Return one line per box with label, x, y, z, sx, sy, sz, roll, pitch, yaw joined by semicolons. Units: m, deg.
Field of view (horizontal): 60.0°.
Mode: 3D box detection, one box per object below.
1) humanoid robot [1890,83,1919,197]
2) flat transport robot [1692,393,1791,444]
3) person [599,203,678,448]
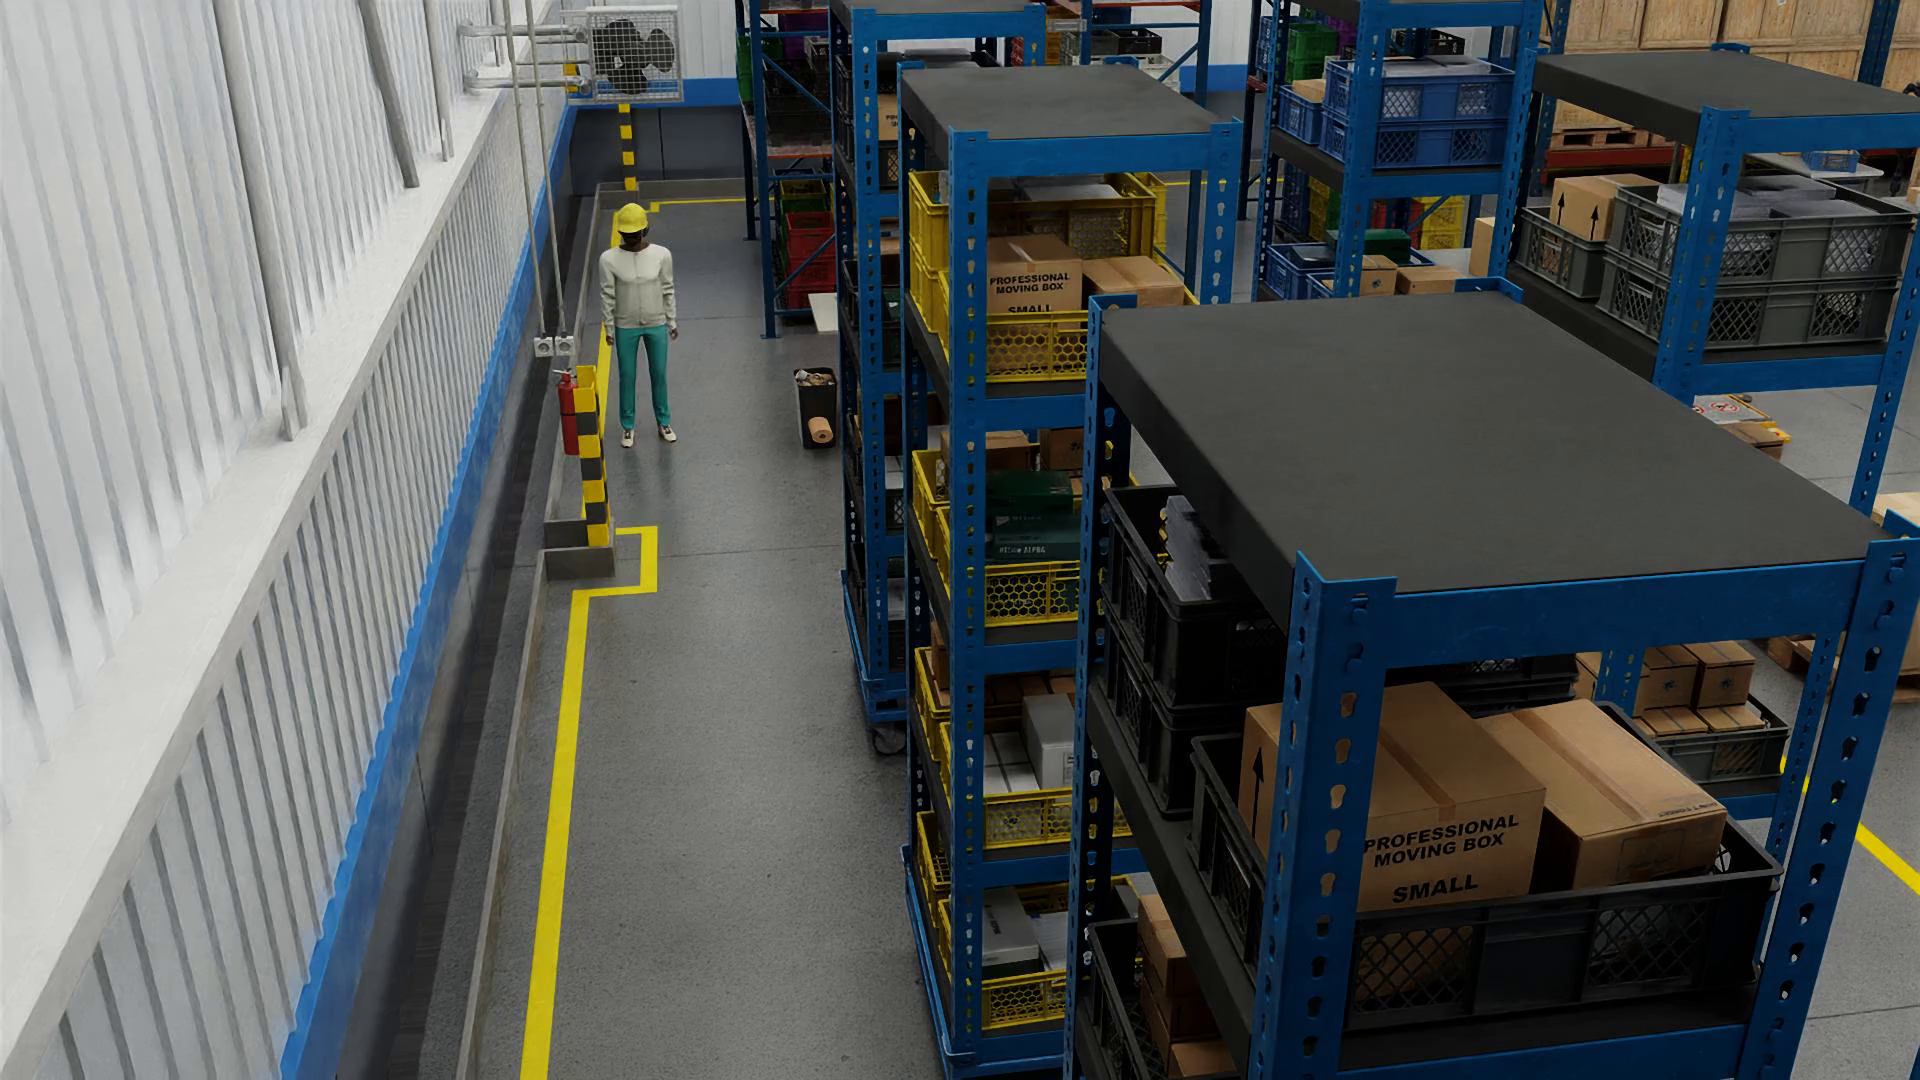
humanoid robot;10.470;-4.407;18.177;0.591;1.657;0.328;17;30;33
flat transport robot;5.224;-0.859;12.132;1.431;0.197;0.652;-4;25;-8
person;-2.265;-1.521;11.813;0.532;1.765;0.318;-9;26;-18
